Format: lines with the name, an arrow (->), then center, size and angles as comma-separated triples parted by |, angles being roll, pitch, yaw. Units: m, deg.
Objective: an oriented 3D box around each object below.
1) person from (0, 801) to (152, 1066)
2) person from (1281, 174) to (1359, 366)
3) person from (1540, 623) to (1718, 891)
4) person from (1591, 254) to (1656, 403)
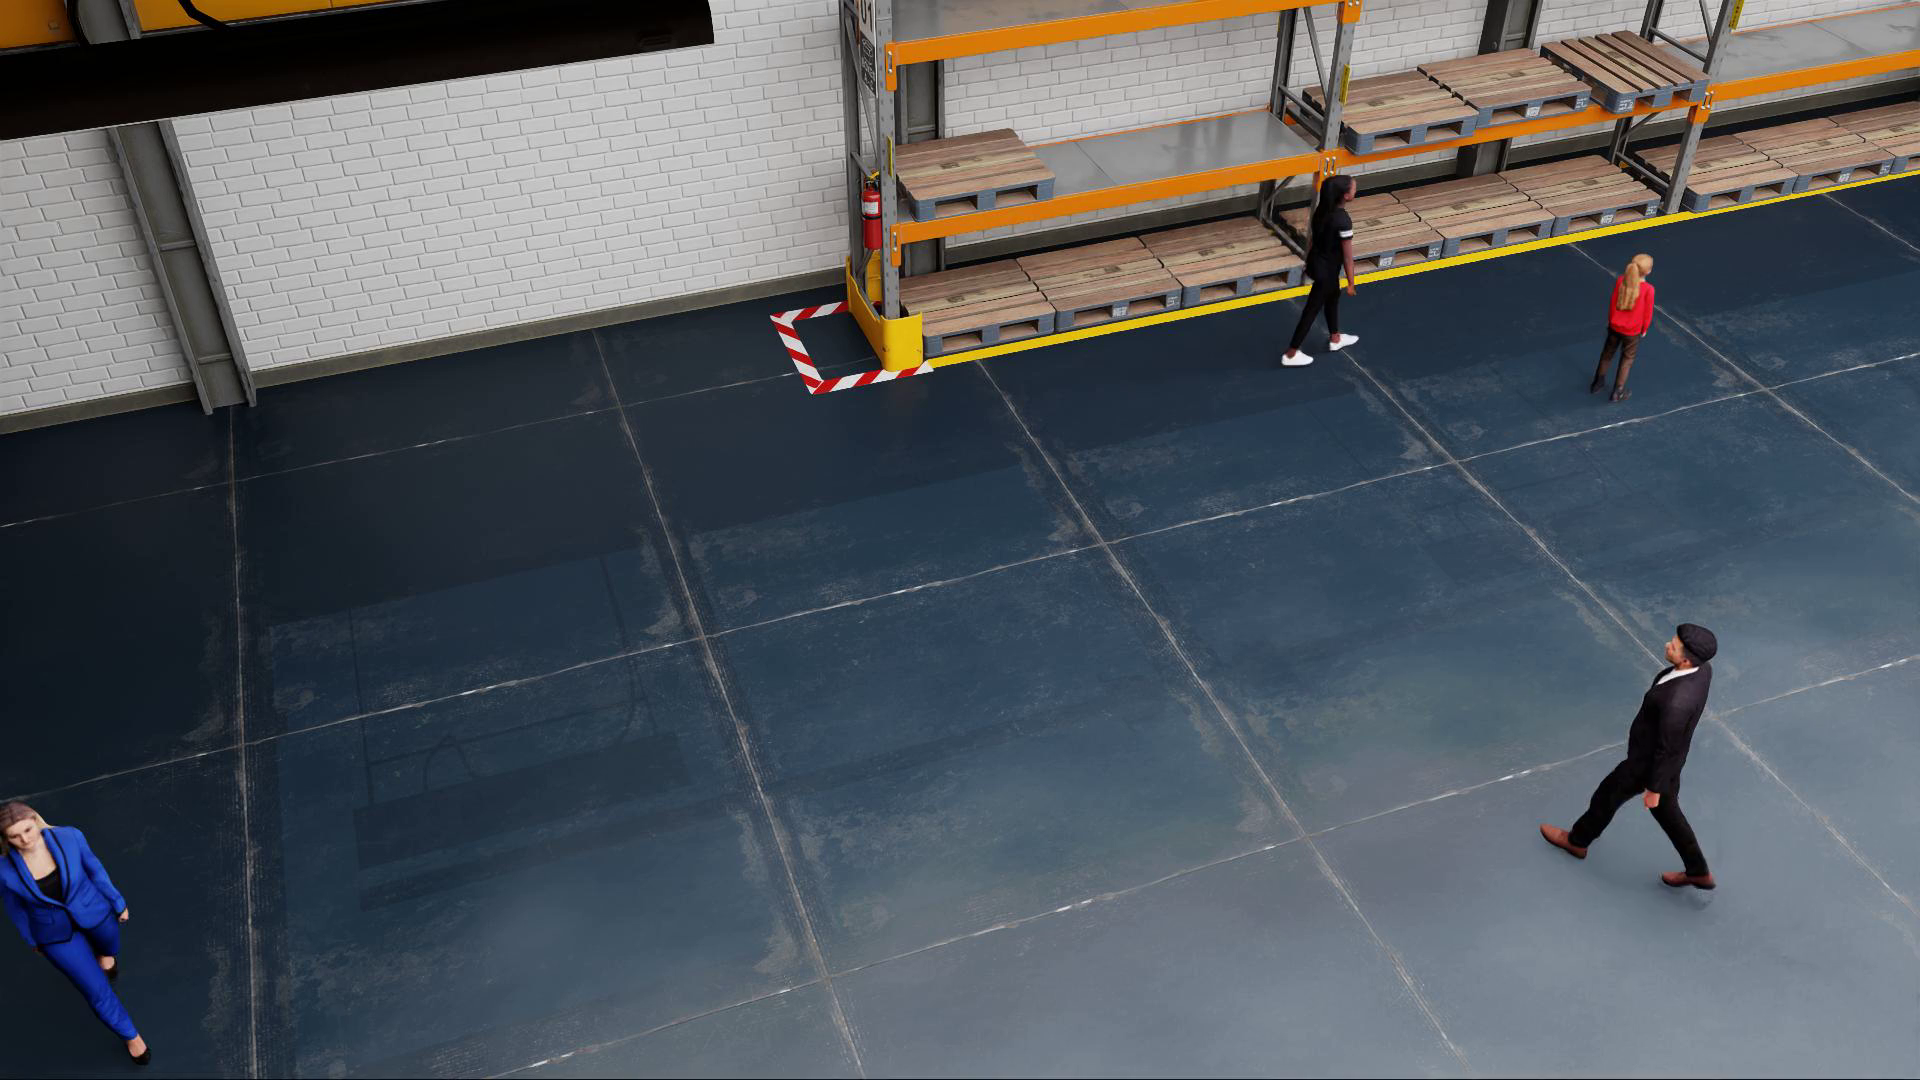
person -> -4.547, 1.909, 8.515 | 1.118, 1.670, 0.956 | -28, 47, -31
person -> 2.905, -2.173, 13.600 | 0.989, 1.701, 0.673 | -10, 40, -12
person -> 3.958, 1.253, 9.198 | 1.203, 1.841, 1.279 | 26, 45, 29
person -> 5.355, -1.723, 13.375 | 0.595, 1.279, 0.568 | -31, 48, -33
